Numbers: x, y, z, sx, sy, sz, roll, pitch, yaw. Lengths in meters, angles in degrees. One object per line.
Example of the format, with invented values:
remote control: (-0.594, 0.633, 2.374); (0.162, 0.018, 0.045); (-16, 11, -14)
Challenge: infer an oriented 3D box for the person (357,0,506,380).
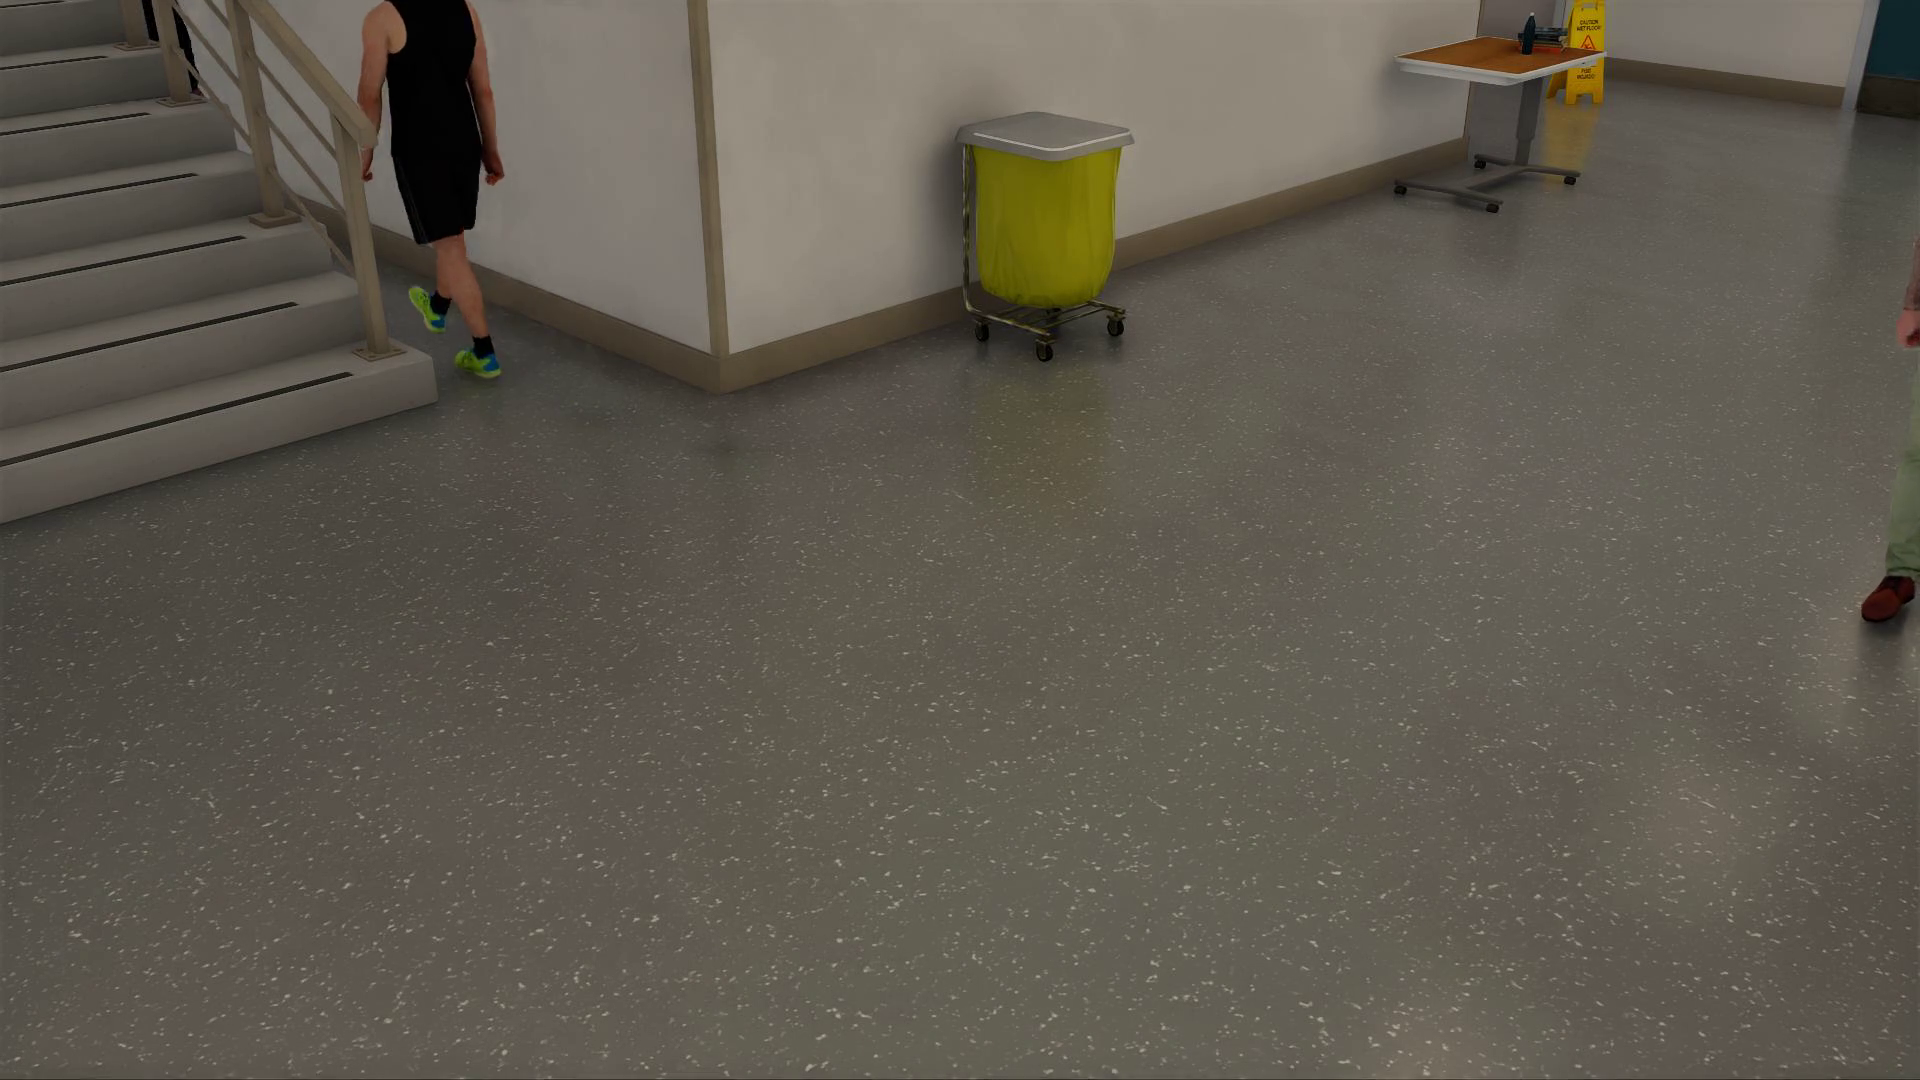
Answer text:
person: (-2.113, -1.562, 6.845); (1.093, 1.852, 0.694); (22, 33, 38)

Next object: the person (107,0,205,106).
person: (-4.038, -2.306, 8.453); (1.243, 1.795, 0.935); (12, 28, 24)

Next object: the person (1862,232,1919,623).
person: (3.123, -0.651, 4.955); (0.884, 1.852, 0.774); (21, 33, 37)
